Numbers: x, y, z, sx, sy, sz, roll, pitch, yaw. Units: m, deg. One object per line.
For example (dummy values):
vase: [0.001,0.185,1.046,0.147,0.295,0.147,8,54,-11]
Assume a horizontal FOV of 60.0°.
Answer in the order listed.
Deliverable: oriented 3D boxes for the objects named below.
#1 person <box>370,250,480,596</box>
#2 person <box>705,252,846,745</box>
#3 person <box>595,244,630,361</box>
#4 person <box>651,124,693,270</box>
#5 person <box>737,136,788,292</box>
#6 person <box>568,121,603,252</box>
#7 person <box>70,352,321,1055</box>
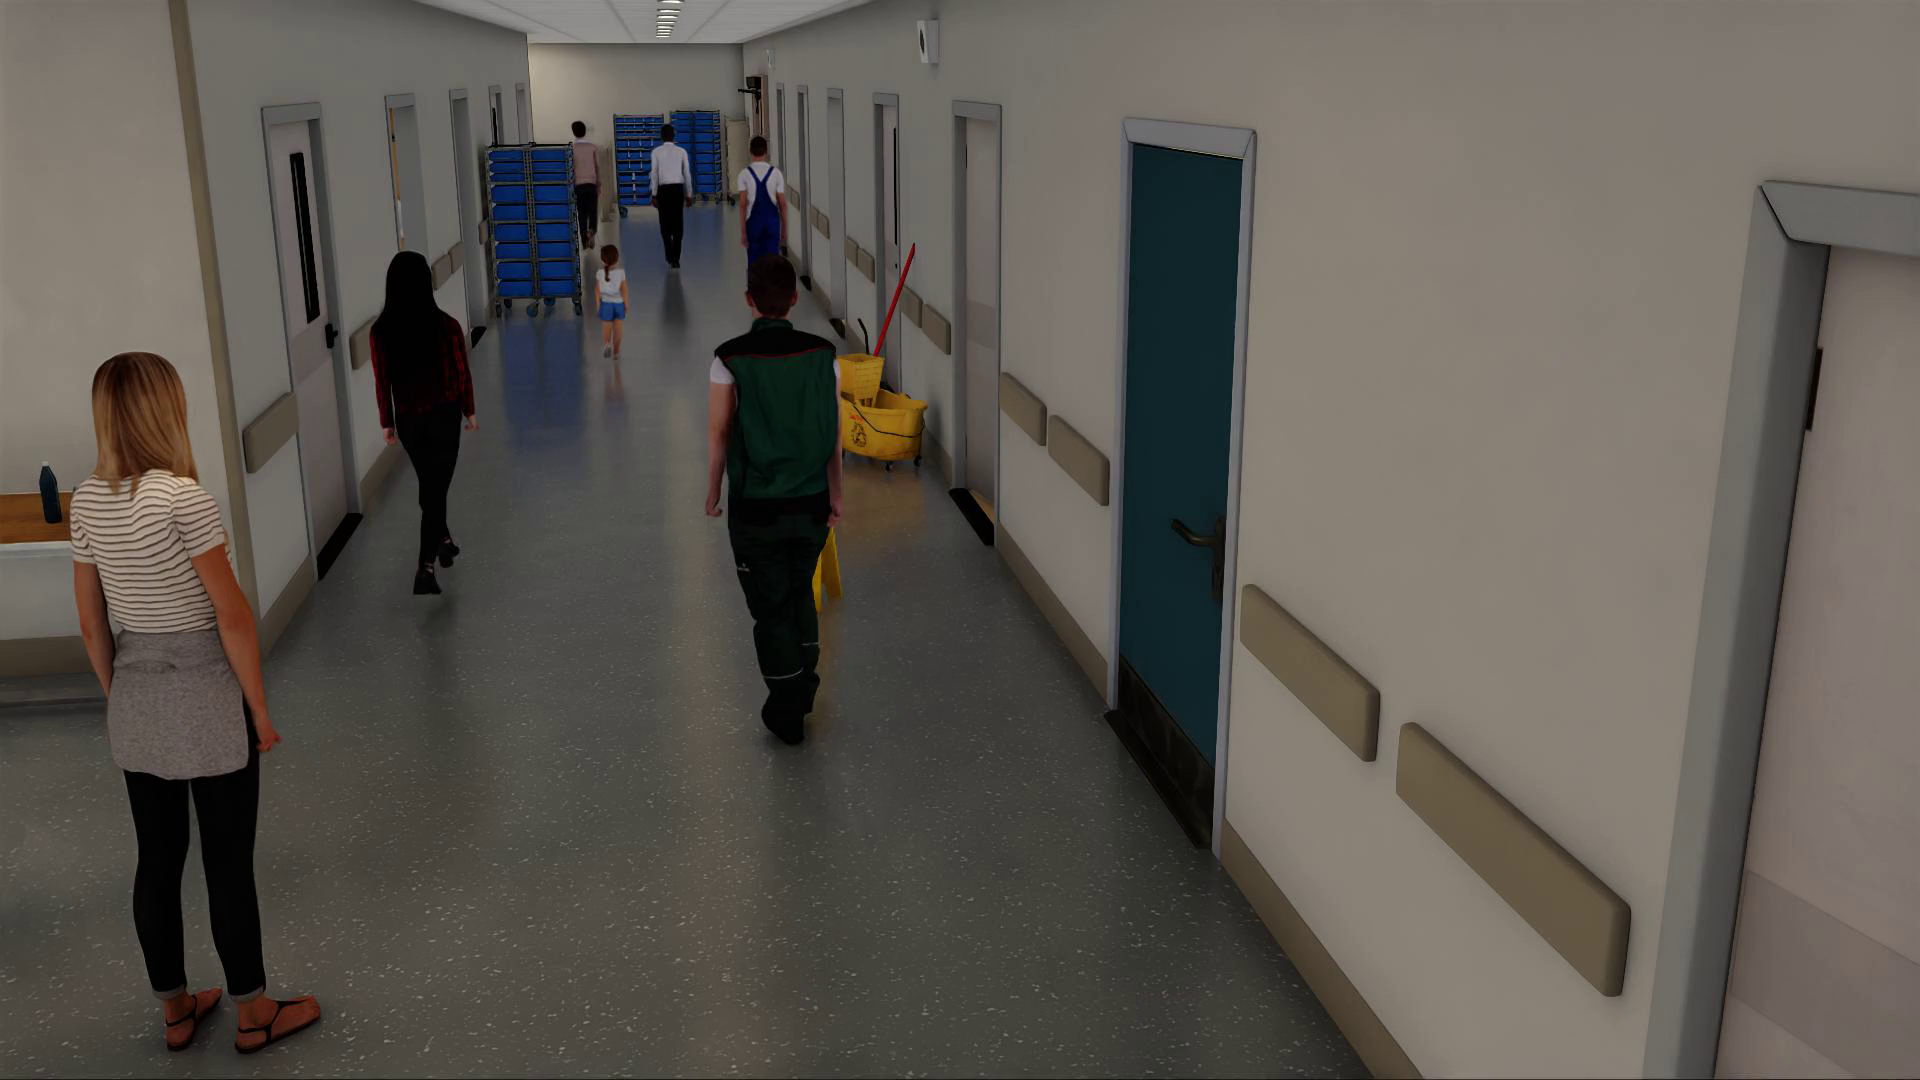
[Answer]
person: [-2.546,-0.513,7.935,0.717,1.612,1.106,0,16,-1]
person: [-0.646,-0.115,6.137,0.724,1.819,0.745,-7,17,-25]
person: [-3.055,-2.073,14.574,0.438,1.012,0.559,-2,16,-6]
person: [-3.639,-4.274,20.966,0.664,1.779,1.246,-2,16,-8]
person: [-1.986,-3.116,16.813,0.707,1.805,1.183,-1,16,-5]
person: [-5.211,-4.896,23.155,0.663,1.790,1.071,-4,16,-15]
person: [-1.962,0.435,4.177,0.674,1.826,0.649,3,16,11]
